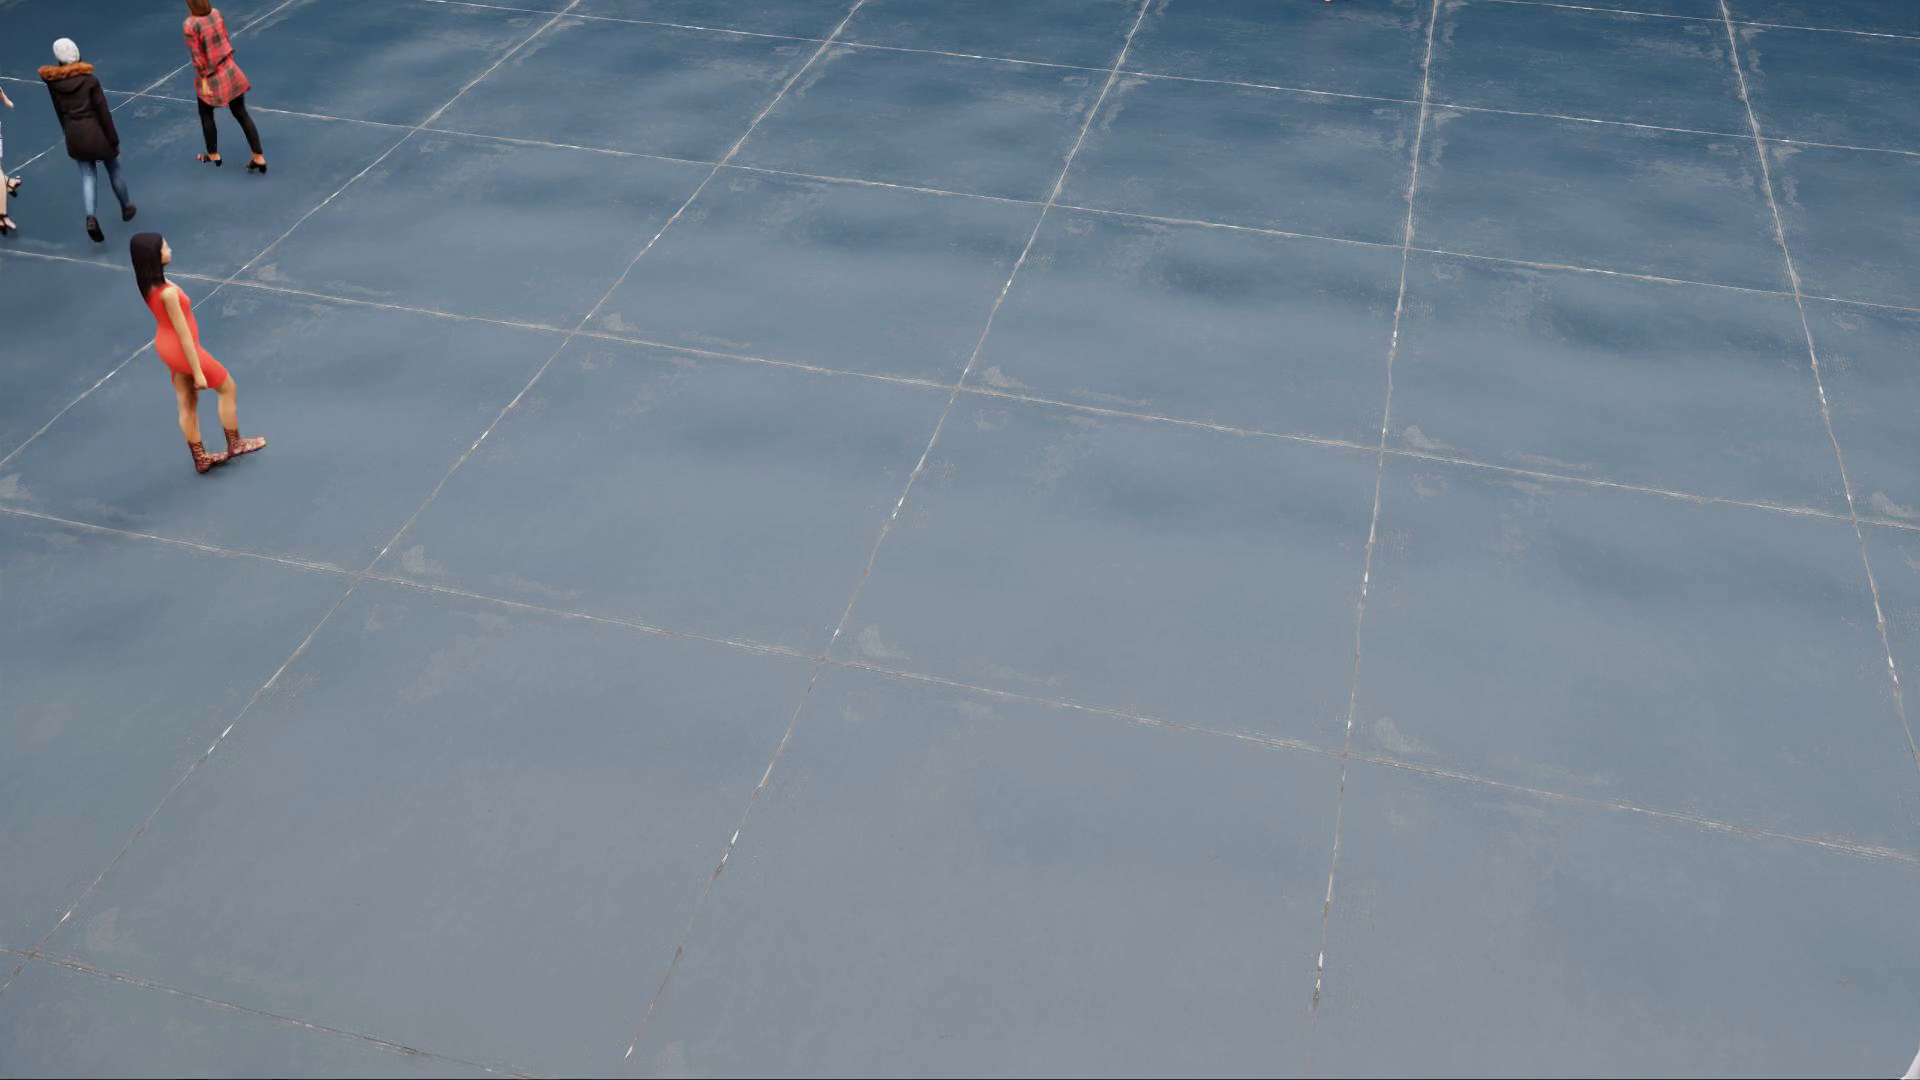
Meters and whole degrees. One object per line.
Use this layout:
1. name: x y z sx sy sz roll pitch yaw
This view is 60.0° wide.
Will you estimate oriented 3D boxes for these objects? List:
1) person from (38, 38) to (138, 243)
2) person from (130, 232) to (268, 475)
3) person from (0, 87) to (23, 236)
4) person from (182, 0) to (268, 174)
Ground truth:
1. person: -6.997 -3.182 13.317 0.855 1.611 1.103 -4 38 -5
2. person: -5.037 -1.145 10.635 0.760 1.706 0.822 26 45 29
3. person: -7.909 -3.317 13.355 0.924 1.776 1.208 -6 38 -7
4. person: -6.260 -3.914 14.200 0.778 1.676 0.878 15 40 18
